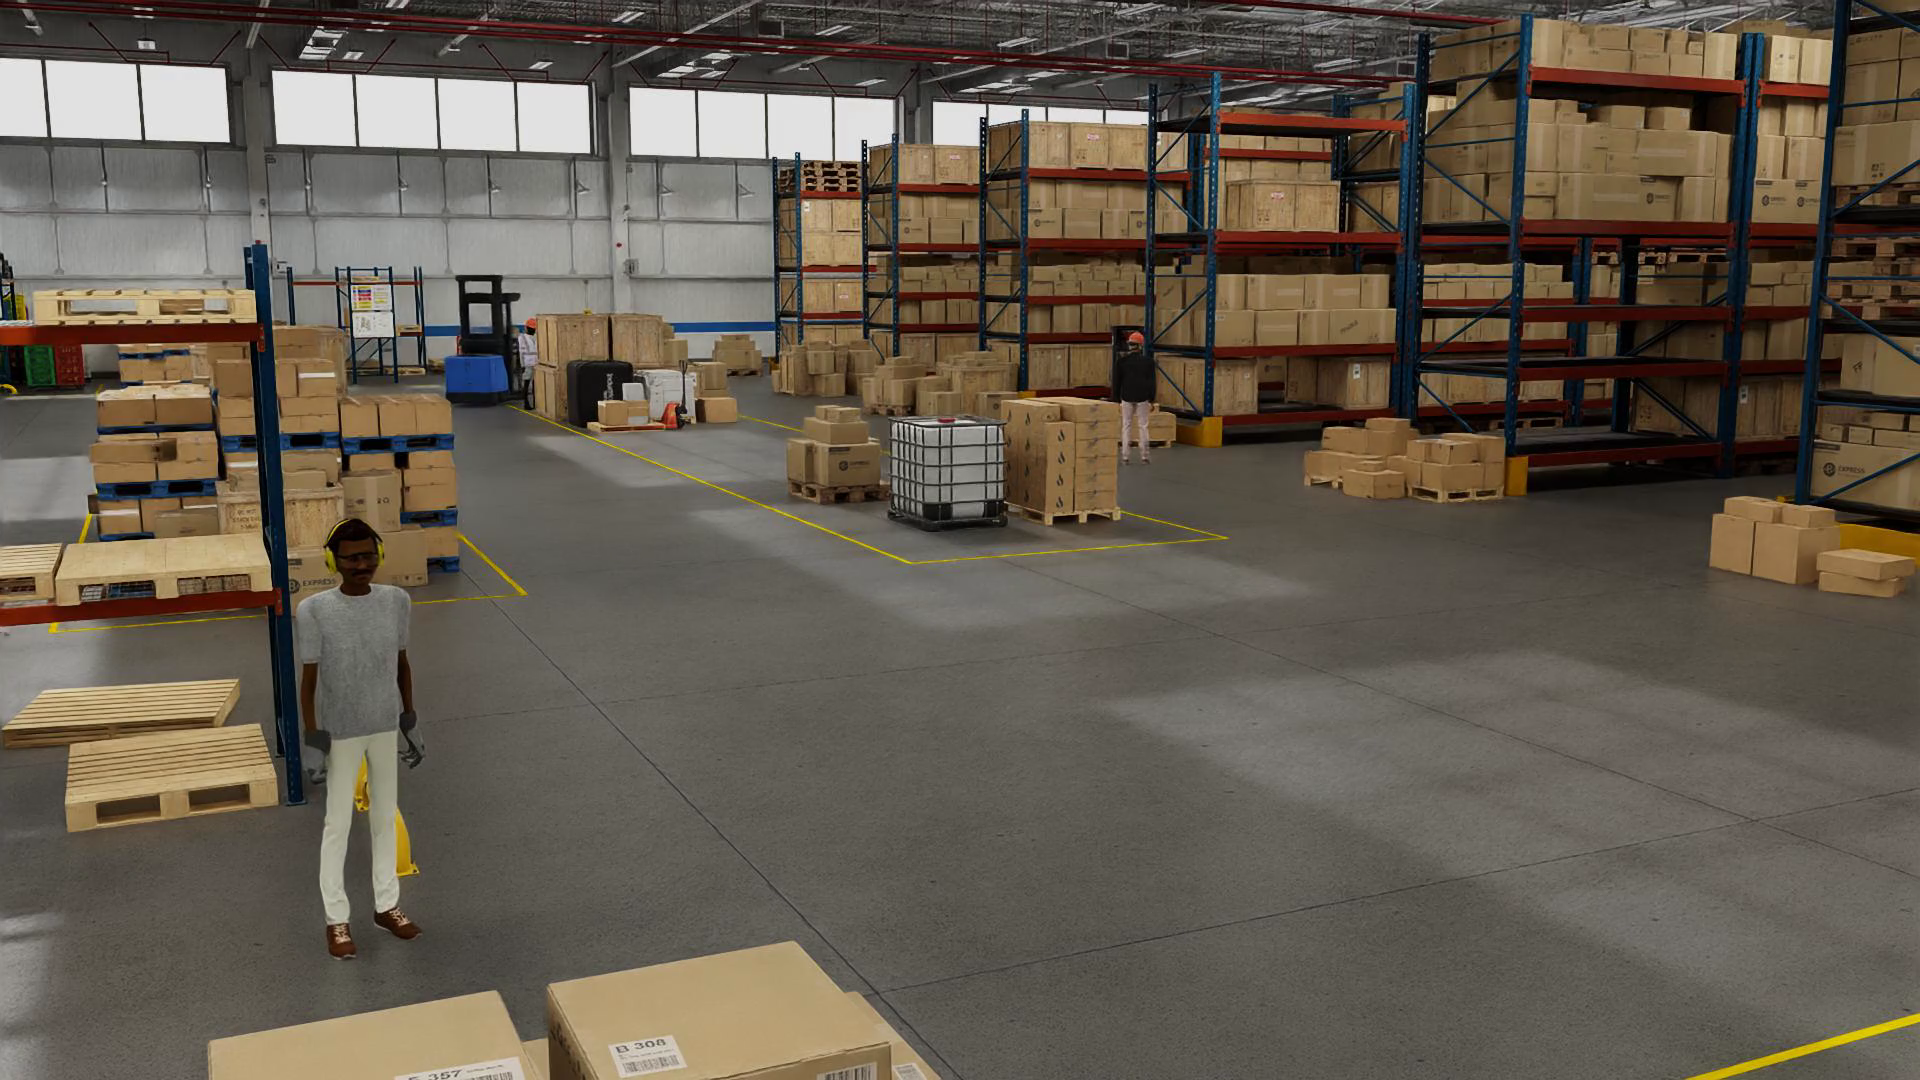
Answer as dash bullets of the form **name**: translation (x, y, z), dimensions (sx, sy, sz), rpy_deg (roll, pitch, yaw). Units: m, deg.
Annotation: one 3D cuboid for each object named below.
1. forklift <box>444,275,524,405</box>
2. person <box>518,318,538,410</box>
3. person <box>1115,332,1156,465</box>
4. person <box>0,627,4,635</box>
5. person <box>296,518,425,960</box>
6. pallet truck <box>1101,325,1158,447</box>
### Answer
- **forklift**: translation (-10.433, -4.378, 36.249), dimensions (1.129, 2.768, 1.873), rpy_deg (1, 9, 5)
- **person**: translation (-8.992, -3.696, 34.953), dimensions (0.363, 1.933, 0.543), rpy_deg (7, 12, 39)
- **person**: translation (2.626, -2.112, 24.940), dimensions (0.612, 1.991, 0.392), rpy_deg (2, 9, 11)
- **person**: translation (-7.924, 0.010, 12.969), dimensions (0.735, 1.608, 0.522), rpy_deg (-1, 9, -8)
- **person**: translation (-2.539, 0.825, 7.094), dimensions (0.514, 1.871, 0.327), rpy_deg (-8, 12, -42)
- **pallet truck**: translation (2.881, -2.596, 27.923), dimensions (0.823, 1.965, 1.885), rpy_deg (-1, 9, -7)
